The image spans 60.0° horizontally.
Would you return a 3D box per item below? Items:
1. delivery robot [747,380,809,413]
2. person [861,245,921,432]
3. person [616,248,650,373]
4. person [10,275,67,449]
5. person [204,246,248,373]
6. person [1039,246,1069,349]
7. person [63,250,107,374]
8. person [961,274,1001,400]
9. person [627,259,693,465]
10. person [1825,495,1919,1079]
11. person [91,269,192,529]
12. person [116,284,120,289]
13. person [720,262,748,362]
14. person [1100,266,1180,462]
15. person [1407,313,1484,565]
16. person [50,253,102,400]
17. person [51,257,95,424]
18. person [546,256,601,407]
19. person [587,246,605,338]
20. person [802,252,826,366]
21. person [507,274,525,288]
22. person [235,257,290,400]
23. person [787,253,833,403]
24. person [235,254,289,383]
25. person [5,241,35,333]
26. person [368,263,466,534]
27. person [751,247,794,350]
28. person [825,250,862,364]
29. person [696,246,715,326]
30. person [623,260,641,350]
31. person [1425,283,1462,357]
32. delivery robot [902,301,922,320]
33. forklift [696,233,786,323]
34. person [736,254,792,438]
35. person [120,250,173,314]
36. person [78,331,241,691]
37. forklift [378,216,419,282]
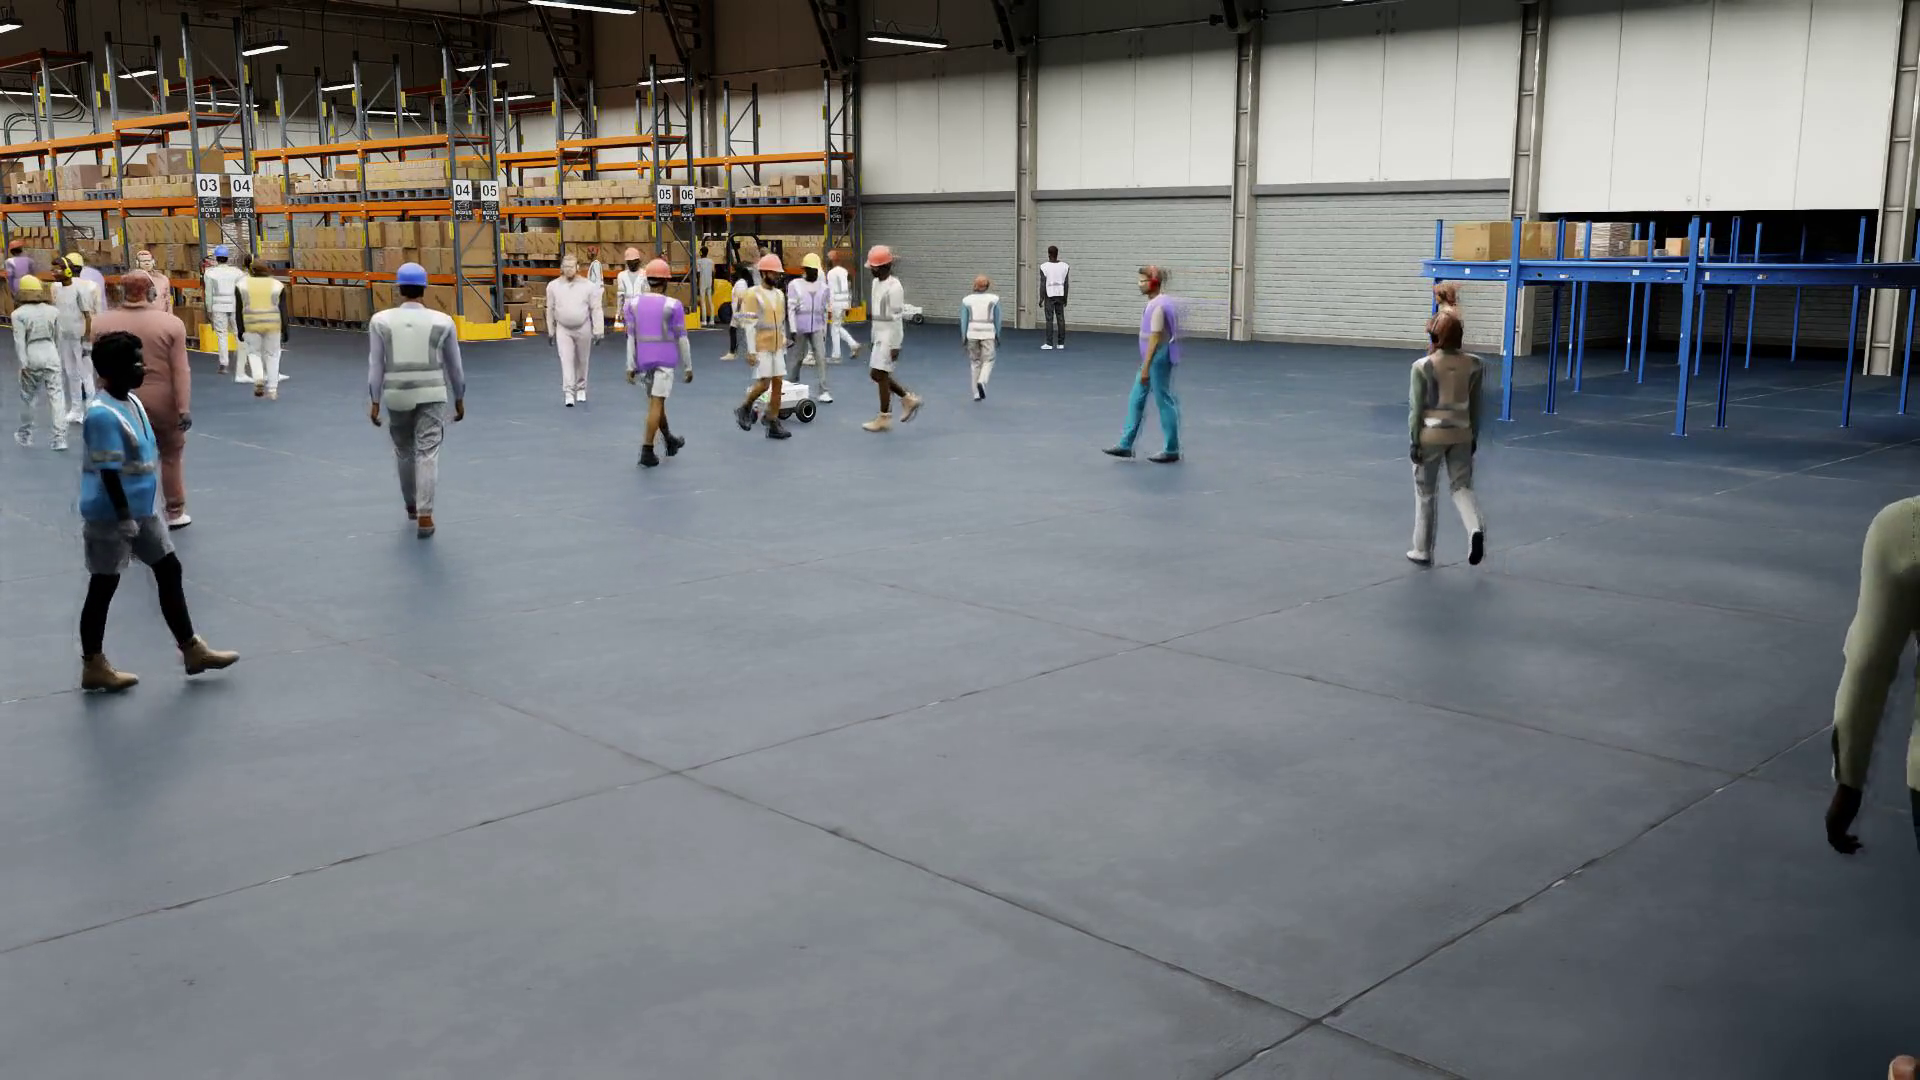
[{"bbox_3d":[-2.072,-1.650,18.940,0.707,0.478,0.477,-10,14,-44],"label":"delivery robot"},{"bbox_3d":[-0.755,-2.177,17.985,0.643,2.008,0.663,-4,11,-22],"label":"person"},{"bbox_3d":[-5.008,-3.525,25.577,0.571,1.916,0.509,1,10,6],"label":"person"},{"bbox_3d":[-9.219,-1.771,16.606,0.855,1.708,0.493,9,14,41],"label":"person"},{"bbox_3d":[-11.329,-3.559,25.683,0.605,1.949,0.401,-7,13,-34],"label":"person"},{"bbox_3d":[1.755,-4.530,31.071,0.592,1.916,0.392,-4,11,-22],"label":"person"},{"bbox_3d":[-13.238,-3.457,25.316,1.043,1.895,0.638,1,10,6],"label":"person"},{"bbox_3d":[0.257,-2.582,21.234,0.520,1.619,0.544,3,11,14],"label":"person"},{"bbox_3d":[-2.786,-1.671,15.564,0.564,1.878,1.006,3,11,16],"label":"person"},{"bbox_3d":[2.207,0.533,3.504,0.622,1.921,1.062,3,11,15],"label":"person"},{"bbox_3d":[-5.778,-0.969,11.766,0.651,1.881,0.857,-1,10,-7],"label":"person"},{"bbox_3d":[-21.244,-6.470,41.955,0.634,1.812,0.879,-2,11,-13],"label":"person"},{"bbox_3d":[-3.621,-3.844,28.005,0.800,1.668,0.527,-3,11,-15],"label":"person"},{"bbox_3d":[1.690,-1.633,15.532,0.839,1.812,0.603,0,10,-1],"label":"person"},{"bbox_3d":[3.103,-0.625,10.561,0.518,1.621,0.624,-2,11,-9],"label":"person"},{"bbox_3d":[-11.334,-2.744,21.408,0.585,1.893,0.854,-8,13,-36],"label":"person"},{"bbox_3d":[-10.031,-2.255,18.804,0.532,1.864,0.312,5,12,26],"label":"person"},{"bbox_3d":[-4.857,-2.638,20.927,0.659,1.860,0.980,-2,11,-12],"label":"person"},{"bbox_3d":[-7.527,-5.112,34.337,0.362,1.883,0.575,-3,11,-15],"label":"person"},{"bbox_3d":[-2.429,-3.794,27.262,0.429,1.841,0.633,-6,12,-28],"label":"person"},{"bbox_3d":[-12.801,-7.623,47.929,0.552,1.921,0.436,-7,13,-34],"label":"person"},{"bbox_3d":[-8.989,-2.726,21.474,0.647,1.824,0.444,-4,11,-20],"label":"person"},{"bbox_3d":[-1.941,-2.726,21.308,0.598,1.892,0.925,-5,11,-25],"label":"person"},{"bbox_3d":[-10.133,-3.198,24.039,0.846,1.830,0.538,-5,12,-27],"label":"person"},{"bbox_3d":[-20.258,-5.457,35.941,1.036,2.000,0.615,9,14,42],"label":"person"},{"bbox_3d":[-3.904,-1.035,12.027,0.651,1.900,0.956,-2,11,-11],"label":"person"},{"bbox_3d":[-3.508,-4.388,30.370,1.019,1.882,0.658,6,12,29],"label":"person"},{"bbox_3d":[-1.981,-3.863,27.562,0.510,1.869,0.598,4,11,23],"label":"person"},{"bbox_3d":[-5.995,-5.983,39.122,0.533,1.868,0.310,-9,14,-41],"label":"person"},{"bbox_3d":[-5.993,-4.355,30.734,0.323,1.691,0.569,10,14,42],"label":"person"},{"bbox_3d":[5.032,-1.898,17.562,0.705,1.610,0.518,5,11,24],"label":"person"},{"bbox_3d":[-1.269,-5.457,39.700,0.707,0.478,0.477,-2,11,-11],"label":"delivery robot"},{"bbox_3d":[-5.496,-6.489,41.108,2.313,2.155,1.214,-10,14,-44],"label":"forklift"},{"bbox_3d":[-2.053,-2.030,17.431,0.554,1.918,0.562,8,13,38],"label":"person"},{"bbox_3d":[-10.744,-2.872,22.052,0.638,1.911,0.406,-10,14,-44],"label":"person"},{"bbox_3d":[-3.787,-0.132,7.755,0.774,1.663,0.558,-2,11,-8],"label":"person"},{"bbox_3d":[-17.868,-9.201,54.028,1.873,2.768,1.129,-10,14,-44],"label":"forklift"}]
